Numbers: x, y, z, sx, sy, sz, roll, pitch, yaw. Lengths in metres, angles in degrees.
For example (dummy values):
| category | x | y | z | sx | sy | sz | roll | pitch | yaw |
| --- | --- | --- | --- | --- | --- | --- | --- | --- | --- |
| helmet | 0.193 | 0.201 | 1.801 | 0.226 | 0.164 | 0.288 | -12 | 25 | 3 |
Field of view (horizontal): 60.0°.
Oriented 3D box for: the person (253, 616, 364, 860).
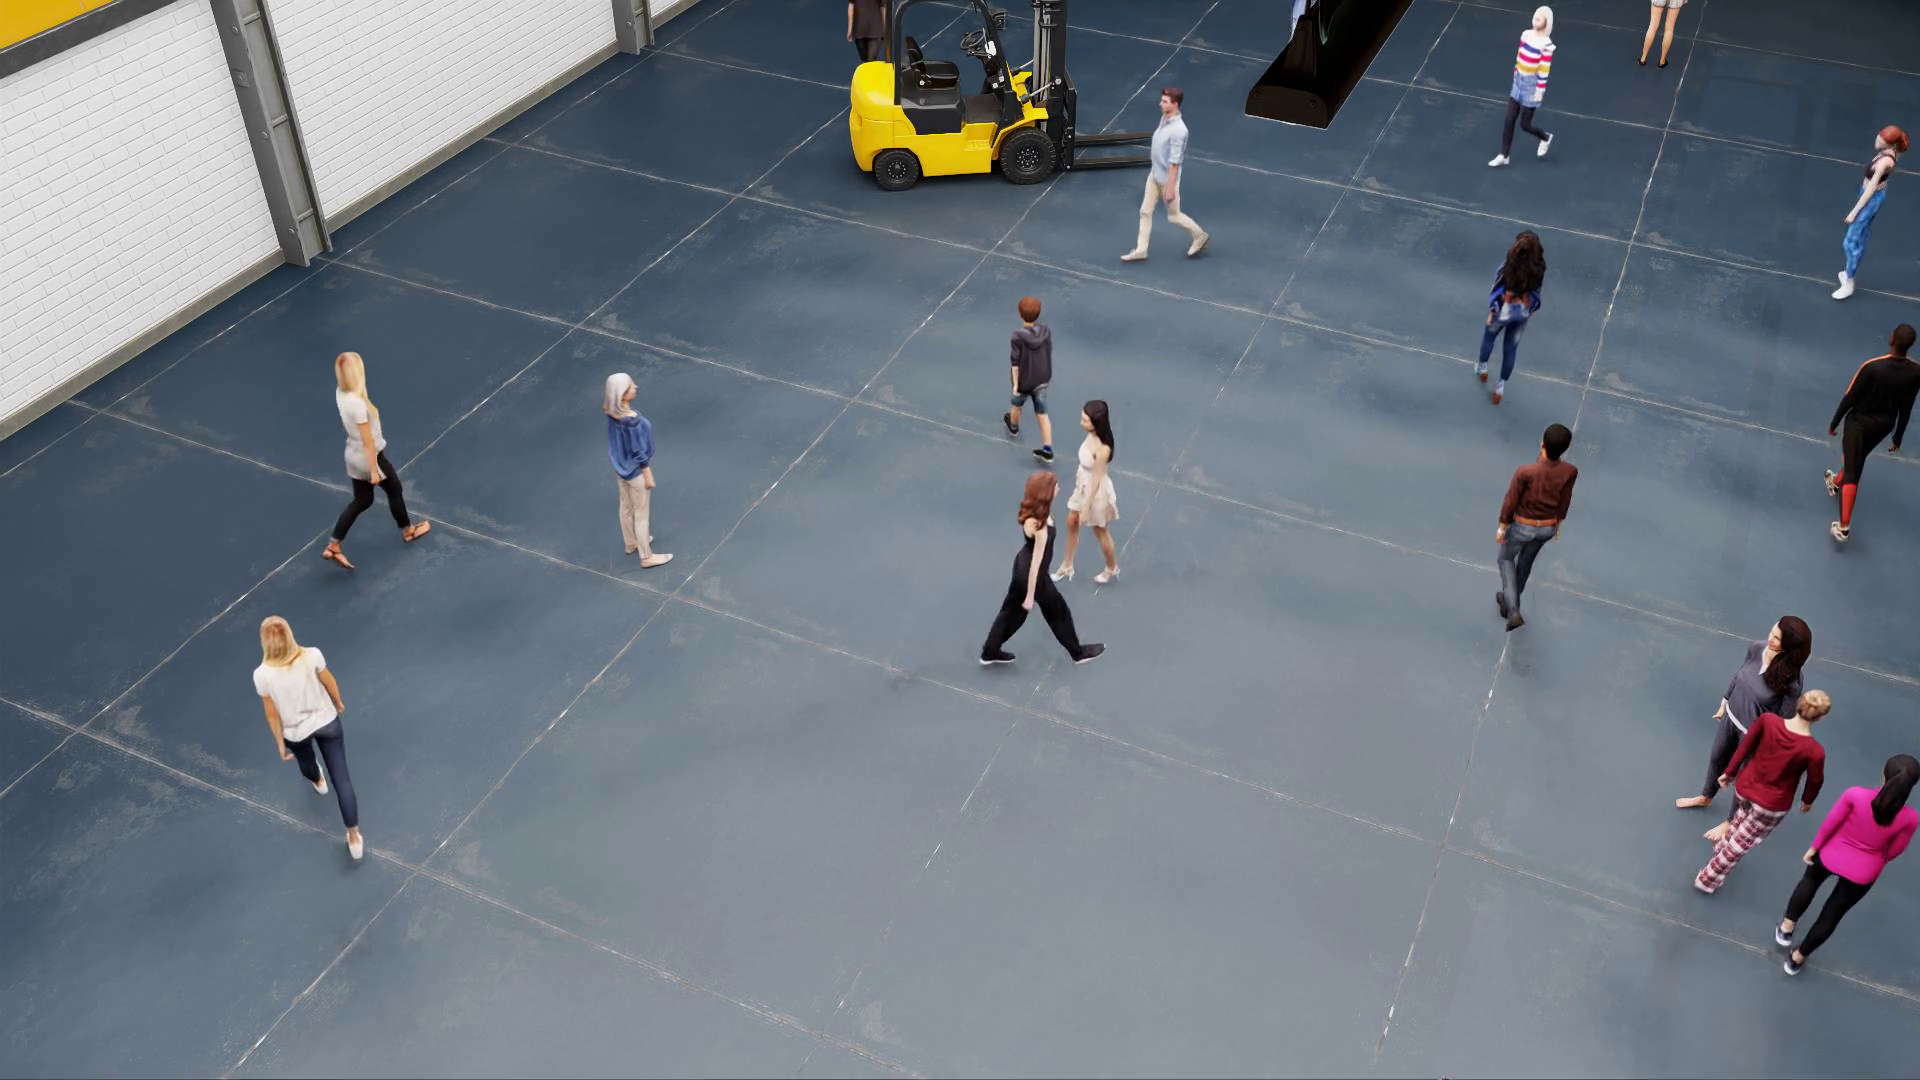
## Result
| category | x | y | z | sx | sy | sz | roll | pitch | yaw |
| --- | --- | --- | --- | --- | --- | --- | --- | --- | --- |
| person | -4.027 | 1.256 | 10.421 | 1.183 | 1.755 | 1.144 | -19 | 42 | -22 |

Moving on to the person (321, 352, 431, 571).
| category | x | y | z | sx | sy | sz | roll | pitch | yaw |
| --- | --- | --- | --- | --- | --- | --- | --- | --- | --- |
| person | -4.609 | -0.547 | 12.655 | 1.197 | 1.785 | 0.866 | -30 | 47 | -32 |

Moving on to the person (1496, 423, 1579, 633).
| category | x | y | z | sx | sy | sz | roll | pitch | yaw |
| --- | --- | --- | --- | --- | --- | --- | --- | --- | --- |
| person | 4.156 | -0.043 | 12.039 | 0.873 | 1.766 | 1.004 | 0 | 39 | 0 |

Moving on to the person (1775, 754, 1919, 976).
| category | x | y | z | sx | sy | sz | roll | pitch | yaw |
| --- | --- | --- | --- | --- | --- | --- | --- | --- | --- |
| person | 5.118 | 1.946 | 9.627 | 0.668 | 1.680 | 0.720 | 23 | 44 | 26 |

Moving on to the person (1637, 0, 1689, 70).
| category | x | y | z | sx | sy | sz | roll | pitch | yaw |
| --- | --- | --- | --- | --- | --- | --- | --- | --- | --- |
| person | 8.669 | -6.687 | 20.296 | 0.601 | 1.845 | 0.531 | 14 | 41 | 17 |

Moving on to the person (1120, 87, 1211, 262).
| category | x | y | z | sx | sy | sz | roll | pitch | yaw |
| --- | --- | --- | --- | --- | --- | --- | --- | --- | --- |
| person | 2.124 | -3.576 | 16.422 | 1.173 | 1.817 | 1.156 | -10 | 40 | -12 |

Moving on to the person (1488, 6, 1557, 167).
| category | x | y | z | sx | sy | sz | roll | pitch | yaw |
| --- | --- | --- | --- | --- | --- | --- | --- | --- | --- |
| person | 6.268 | -4.943 | 18.153 | 1.105 | 1.794 | 1.015 | -16 | 41 | -19 |

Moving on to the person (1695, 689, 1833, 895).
| category | x | y | z | sx | sy | sz | roll | pitch | yaw |
| --- | --- | --- | --- | --- | --- | --- | --- | --- | --- |
| person | 4.827 | 1.562 | 10.093 | 0.907 | 1.687 | 0.844 | -22 | 43 | -25 |

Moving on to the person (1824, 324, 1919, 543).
| category | x | y | z | sx | sy | sz | roll | pitch | yaw |
| --- | --- | --- | --- | --- | --- | --- | --- | --- | --- |
| person | 7.112 | -0.809 | 13.008 | 0.890 | 1.755 | 1.280 | 6 | 39 | 8 |

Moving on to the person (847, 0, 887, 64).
| category | x | y | z | sx | sy | sz | roll | pitch | yaw |
| --- | --- | --- | --- | --- | --- | --- | --- | --- | --- |
| person | -1.064 | -6.064 | 19.635 | 0.656 | 1.696 | 1.049 | 14 | 41 | 16 |

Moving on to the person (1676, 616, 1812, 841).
| category | x | y | z | sx | sy | sz | roll | pitch | yaw |
| --- | --- | --- | --- | --- | --- | --- | --- | --- | --- |
| person | 5.000 | 1.167 | 10.522 | 0.740 | 1.768 | 0.681 | -13 | 40 | -16 |

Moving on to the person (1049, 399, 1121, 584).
| category | x | y | z | sx | sy | sz | roll | pitch | yaw |
| --- | --- | --- | --- | --- | --- | --- | --- | --- | --- |
| person | 1.102 | -0.321 | 12.431 | 0.879 | 1.712 | 0.855 | -5 | 39 | -7 |

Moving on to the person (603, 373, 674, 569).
| category | x | y | z | sx | sy | sz | roll | pitch | yaw |
| --- | --- | --- | --- | --- | --- | --- | --- | --- | --- |
| person | -2.521 | -0.545 | 12.732 | 0.715 | 1.697 | 0.704 | -26 | 45 | -29 |

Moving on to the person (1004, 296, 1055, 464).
| category | x | y | z | sx | sy | sz | roll | pitch | yaw |
| --- | --- | --- | --- | --- | --- | --- | --- | --- | --- |
| person | 0.618 | -1.293 | 13.902 | 0.981 | 1.396 | 1.019 | -16 | 41 | -19 |

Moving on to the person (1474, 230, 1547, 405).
| category | x | y | z | sx | sy | sz | roll | pitch | yaw |
| --- | --- | --- | --- | --- | --- | --- | --- | --- | --- |
| person | 4.816 | -1.922 | 14.527 | 0.798 | 1.597 | 0.901 | 2 | 39 | 2 |

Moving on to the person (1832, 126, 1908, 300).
| category | x | y | z | sx | sy | sz | roll | pitch | yaw |
| --- | --- | --- | --- | --- | --- | --- | --- | --- | --- |
| person | 8.770 | -3.214 | 16.021 | 0.538 | 1.761 | 0.853 | -27 | 46 | -29 |

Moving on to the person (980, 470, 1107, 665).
| category | x | y | z | sx | sy | sz | roll | pitch | yaw |
| --- | --- | --- | --- | --- | --- | --- | --- | --- | --- |
| person | 0.411 | 0.263 | 11.722 | 1.077 | 1.685 | 1.146 | -4 | 39 | -5 |
